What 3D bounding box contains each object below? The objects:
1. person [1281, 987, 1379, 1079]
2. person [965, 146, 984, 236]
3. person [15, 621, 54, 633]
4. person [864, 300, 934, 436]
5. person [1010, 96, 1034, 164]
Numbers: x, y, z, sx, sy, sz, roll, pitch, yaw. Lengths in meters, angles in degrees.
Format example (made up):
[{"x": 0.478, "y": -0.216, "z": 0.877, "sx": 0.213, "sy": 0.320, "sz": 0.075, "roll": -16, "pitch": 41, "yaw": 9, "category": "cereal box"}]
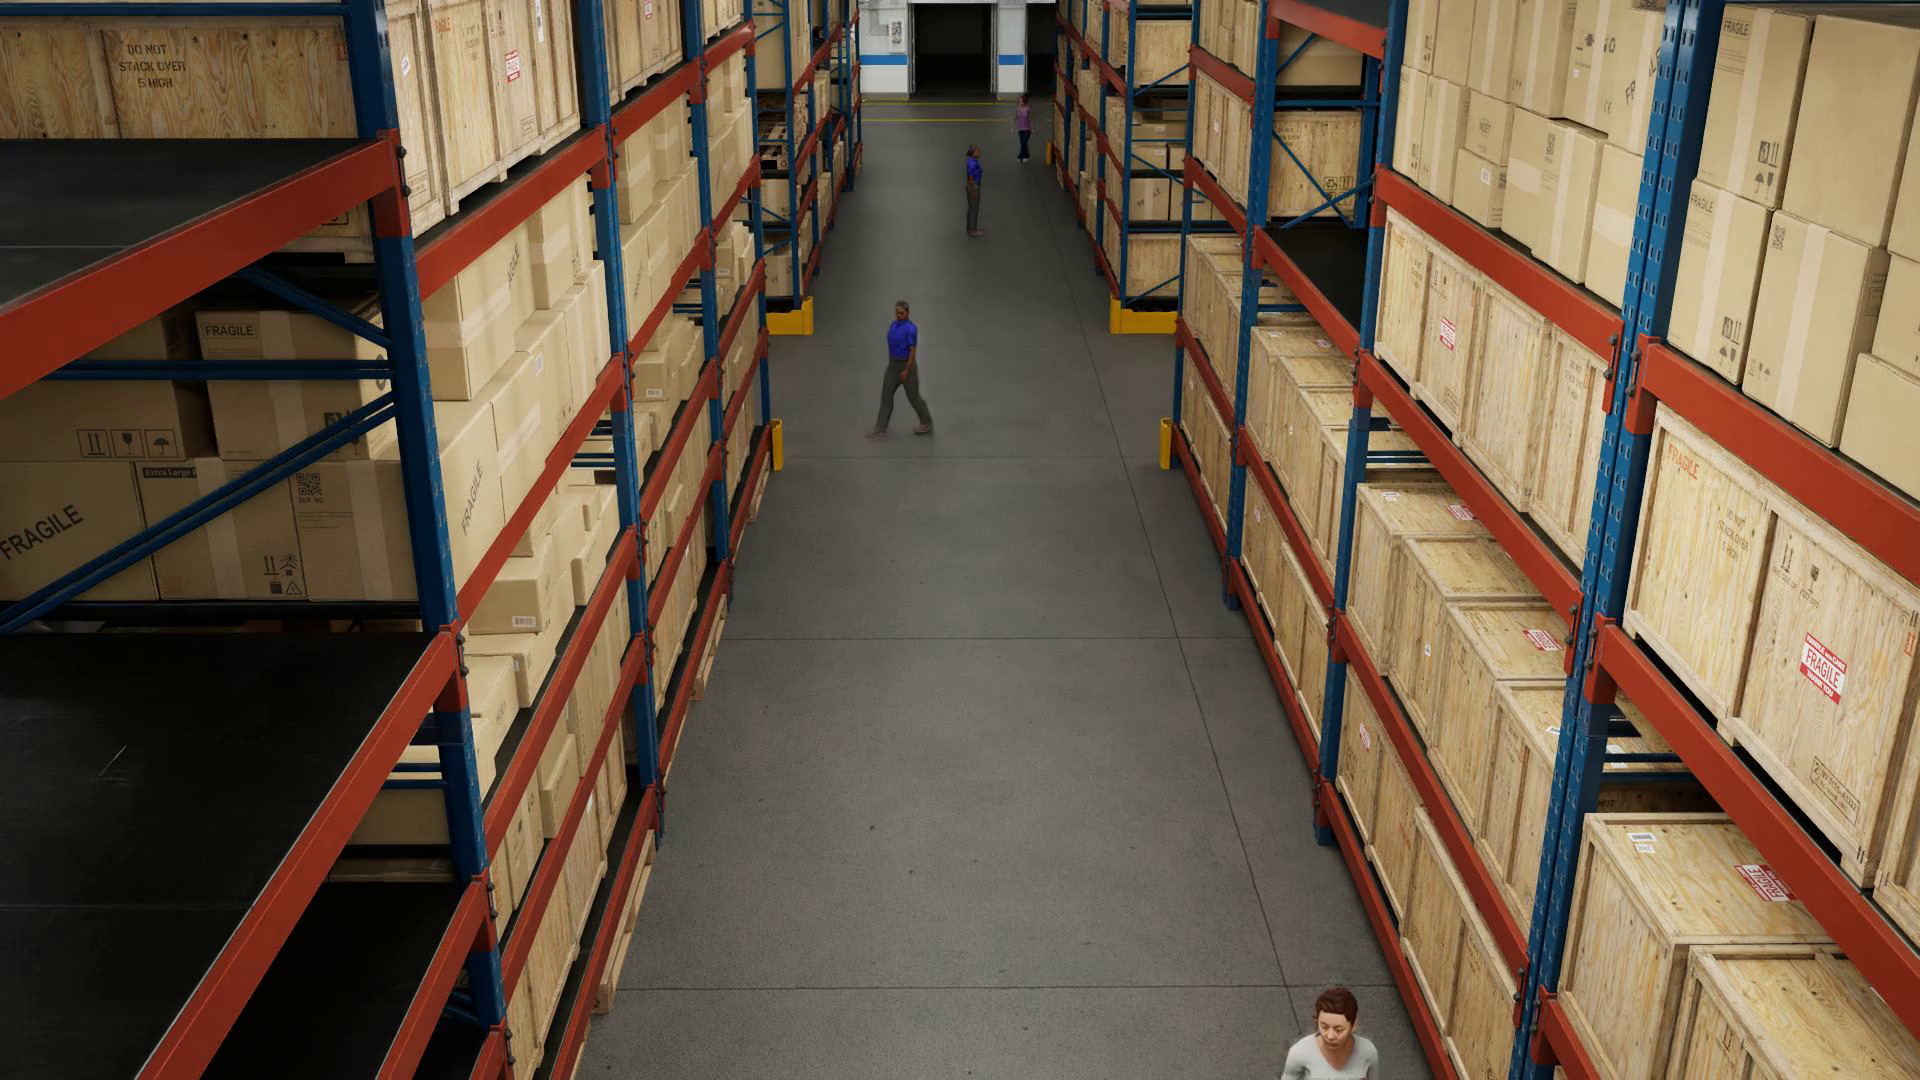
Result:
[{"x": 1.684, "y": 2.790, "z": 7.574, "sx": 0.478, "sy": 1.630, "sz": 0.962, "roll": 0, "pitch": 22, "yaw": 1, "category": "person"}, {"x": 0.278, "y": -6.613, "z": 31.429, "sx": 0.336, "sy": 1.660, "sz": 0.438, "roll": -3, "pitch": 22, "yaw": -7, "category": "person"}, {"x": -7.806, "y": 0.410, "z": 13.478, "sx": 0.565, "sy": 1.749, "sz": 0.970, "roll": 2, "pitch": 22, "yaw": 6, "category": "person"}, {"x": -0.724, "y": -2.047, "z": 19.860, "sx": 0.842, "sy": 1.647, "sz": 0.478, "roll": -18, "pitch": 28, "yaw": -38, "category": "person"}, {"x": 1.466, "y": -9.691, "z": 39.297, "sx": 0.501, "sy": 1.564, "sz": 0.819, "roll": 12, "pitch": 25, "yaw": 28, "category": "person"}]
